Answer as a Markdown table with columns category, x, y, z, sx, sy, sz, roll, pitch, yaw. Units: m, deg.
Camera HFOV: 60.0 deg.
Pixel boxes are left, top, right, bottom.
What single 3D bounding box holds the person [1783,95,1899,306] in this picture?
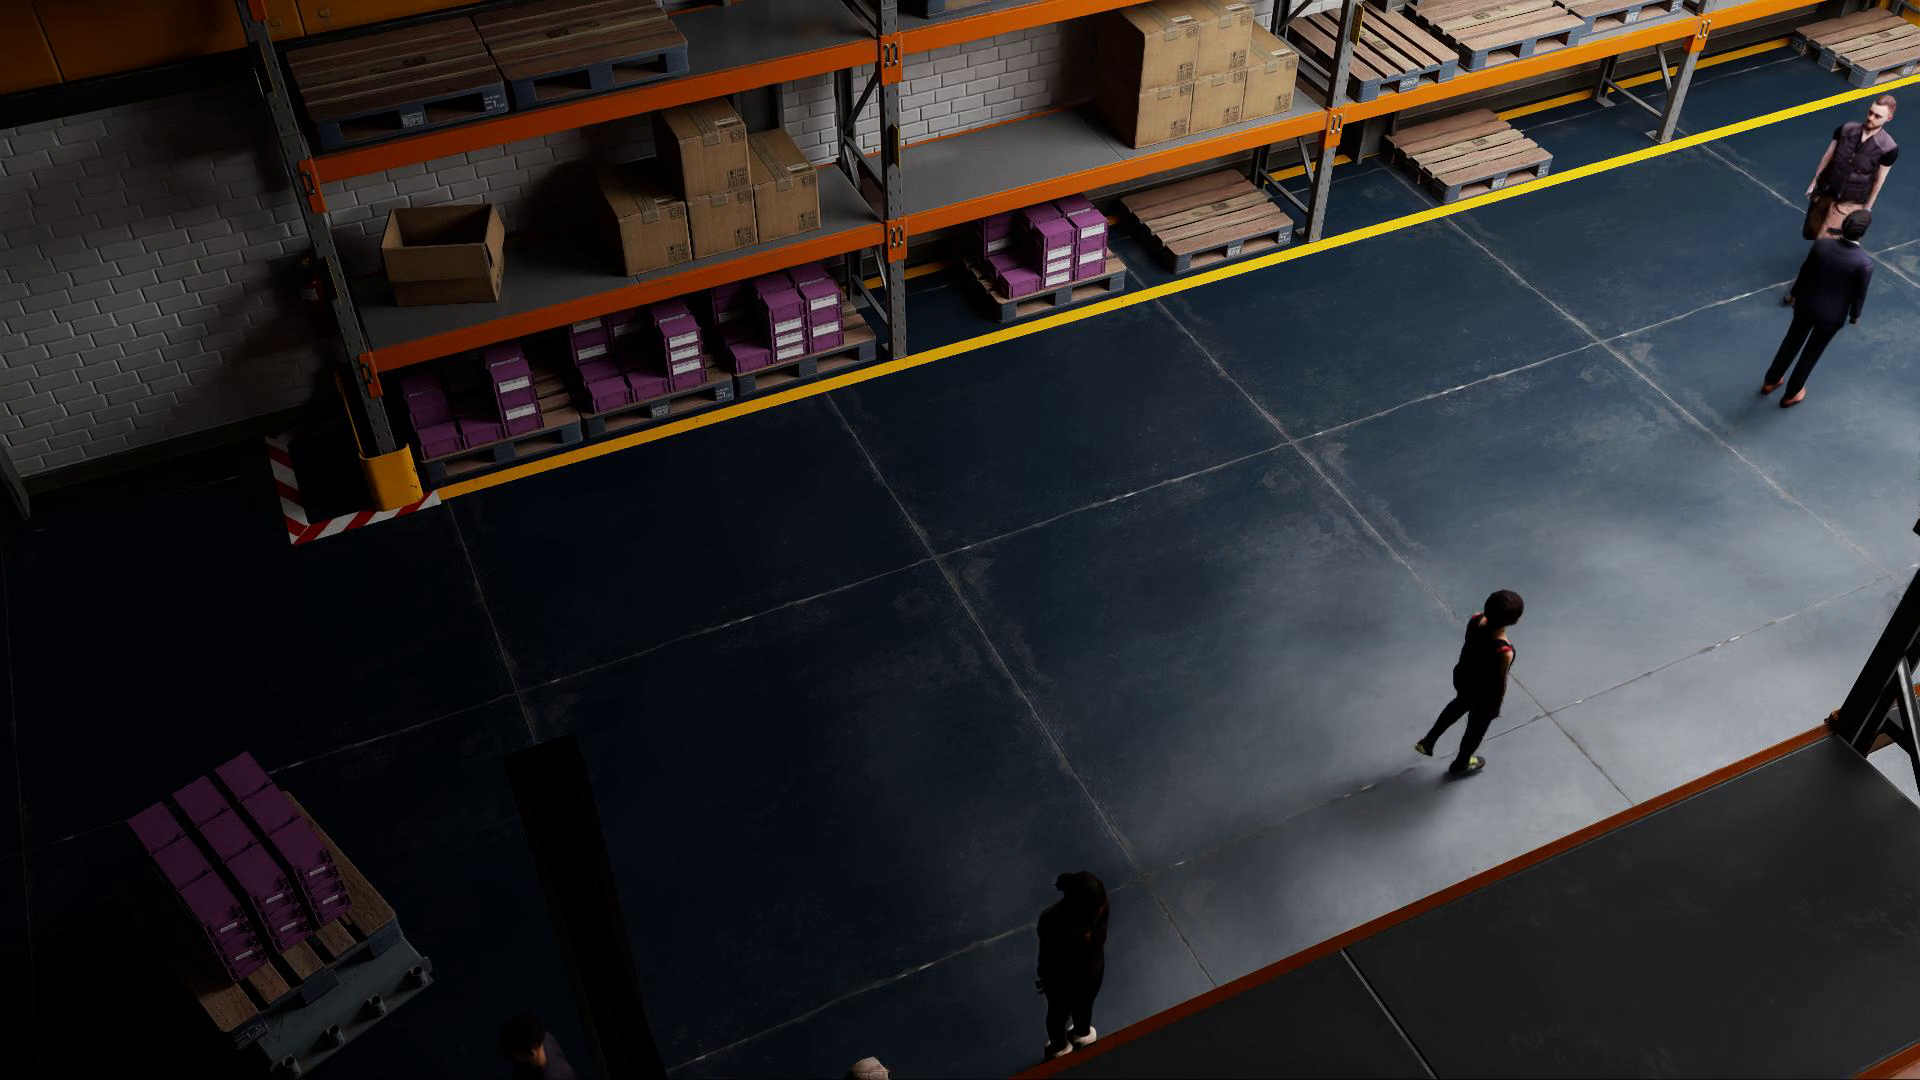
| category | x | y | z | sx | sy | sz | roll | pitch | yaw |
| --- | --- | --- | --- | --- | --- | --- | --- | --- | --- |
| person | 7.252 | -2.832 | 13.600 | 1.101 | 1.815 | 0.780 | -26 | 49 | -24 |

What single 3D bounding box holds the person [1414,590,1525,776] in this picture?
| category | x | y | z | sx | sy | sz | roll | pitch | yaw |
| --- | --- | --- | --- | --- | --- | --- | --- | --- | --- |
| person | 3.029 | 0.873 | 9.909 | 0.703 | 1.542 | 0.582 | -15 | 46 | -15 |

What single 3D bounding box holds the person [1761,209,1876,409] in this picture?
| category | x | y | z | sx | sy | sz | roll | pitch | yaw |
| --- | --- | --- | --- | --- | --- | --- | --- | --- | --- |
| person | 6.456 | -1.705 | 12.484 | 0.690 | 1.723 | 0.715 | -29 | 51 | -27 |

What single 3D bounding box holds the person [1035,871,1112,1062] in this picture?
| category | x | y | z | sx | sy | sz | roll | pitch | yaw |
| --- | --- | --- | --- | --- | --- | --- | --- | --- | --- |
| person | 0.569 | 2.178 | 8.453 | 0.589 | 1.660 | 0.660 | 0 | 44 | 0 |

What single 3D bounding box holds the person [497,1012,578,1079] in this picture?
| category | x | y | z | sx | sy | sz | roll | pitch | yaw |
| --- | --- | --- | --- | --- | --- | --- | --- | --- | --- |
| person | -1.892 | 2.725 | 7.805 | 0.592 | 1.763 | 0.680 | -26 | 50 | -25 |
